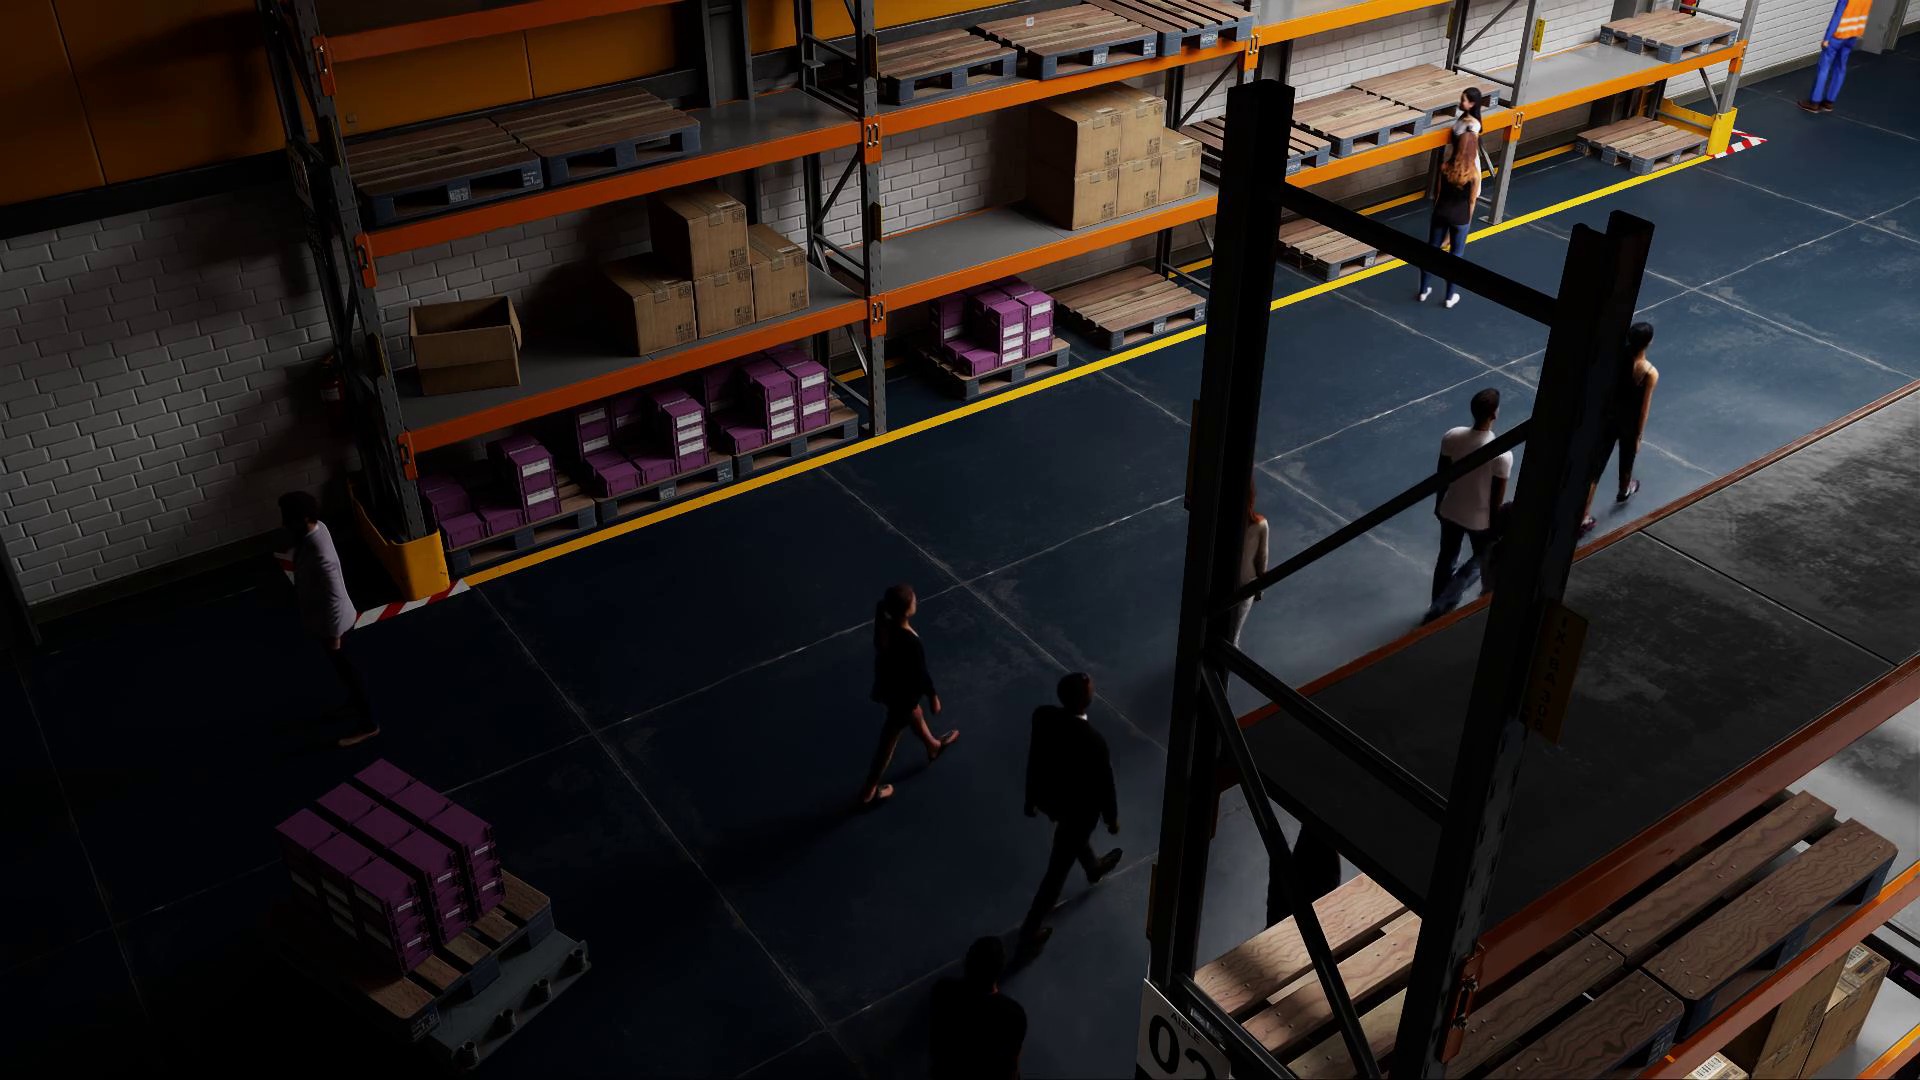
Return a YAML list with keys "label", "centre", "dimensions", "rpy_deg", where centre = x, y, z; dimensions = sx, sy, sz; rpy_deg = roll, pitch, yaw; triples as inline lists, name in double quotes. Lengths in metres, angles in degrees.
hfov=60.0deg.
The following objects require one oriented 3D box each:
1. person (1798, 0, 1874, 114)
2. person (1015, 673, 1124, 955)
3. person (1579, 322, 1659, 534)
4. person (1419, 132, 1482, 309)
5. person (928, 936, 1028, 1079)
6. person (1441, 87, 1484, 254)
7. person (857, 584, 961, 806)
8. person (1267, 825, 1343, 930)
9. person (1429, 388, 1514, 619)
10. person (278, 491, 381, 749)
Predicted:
- label: "person"
  centre: [11.015, -6.257, 20.696]
  dimensions: [0.677, 1.861, 0.832]
  rpy_deg: [-12, 35, -17]
- label: "person"
  centre: [0.549, 1.523, 9.096]
  dimensions: [1.236, 1.744, 0.749]
  rpy_deg: [-27, 42, -34]
- label: "person"
  centre: [4.953, -0.819, 12.664]
  dimensions: [1.123, 1.695, 0.715]
  rpy_deg: [-28, 43, -36]
- label: "person"
  centre: [4.739, -3.097, 16.067]
  dimensions: [0.643, 1.722, 0.648]
  rpy_deg: [18, 37, 24]
- label: "person"
  centre: [0.042, 2.537, 7.579]
  dimensions: [0.938, 1.735, 1.085]
  rpy_deg: [14, 36, 20]
- label: "person"
  centre: [5.117, -3.759, 17.021]
  dimensions: [0.813, 1.769, 0.781]
  rpy_deg: [-1, 34, -1]
- label: "person"
  centre: [-0.432, 0.969, 10.137]
  dimensions: [1.070, 1.514, 0.591]
  rpy_deg: [-24, 41, -32]
- label: "person"
  centre: [1.618, 2.087, 8.288]
  dimensions: [0.653, 1.700, 0.646]
  rpy_deg: [26, 42, 34]
- label: "person"
  centre: [3.486, -0.172, 11.550]
  dimensions: [0.853, 1.851, 0.741]
  rpy_deg: [-27, 42, -35]
- label: "person"
  centre: [-4.004, 0.471, 10.585]
  dimensions: [0.610, 1.848, 0.700]
  rpy_deg: [-16, 37, -23]
